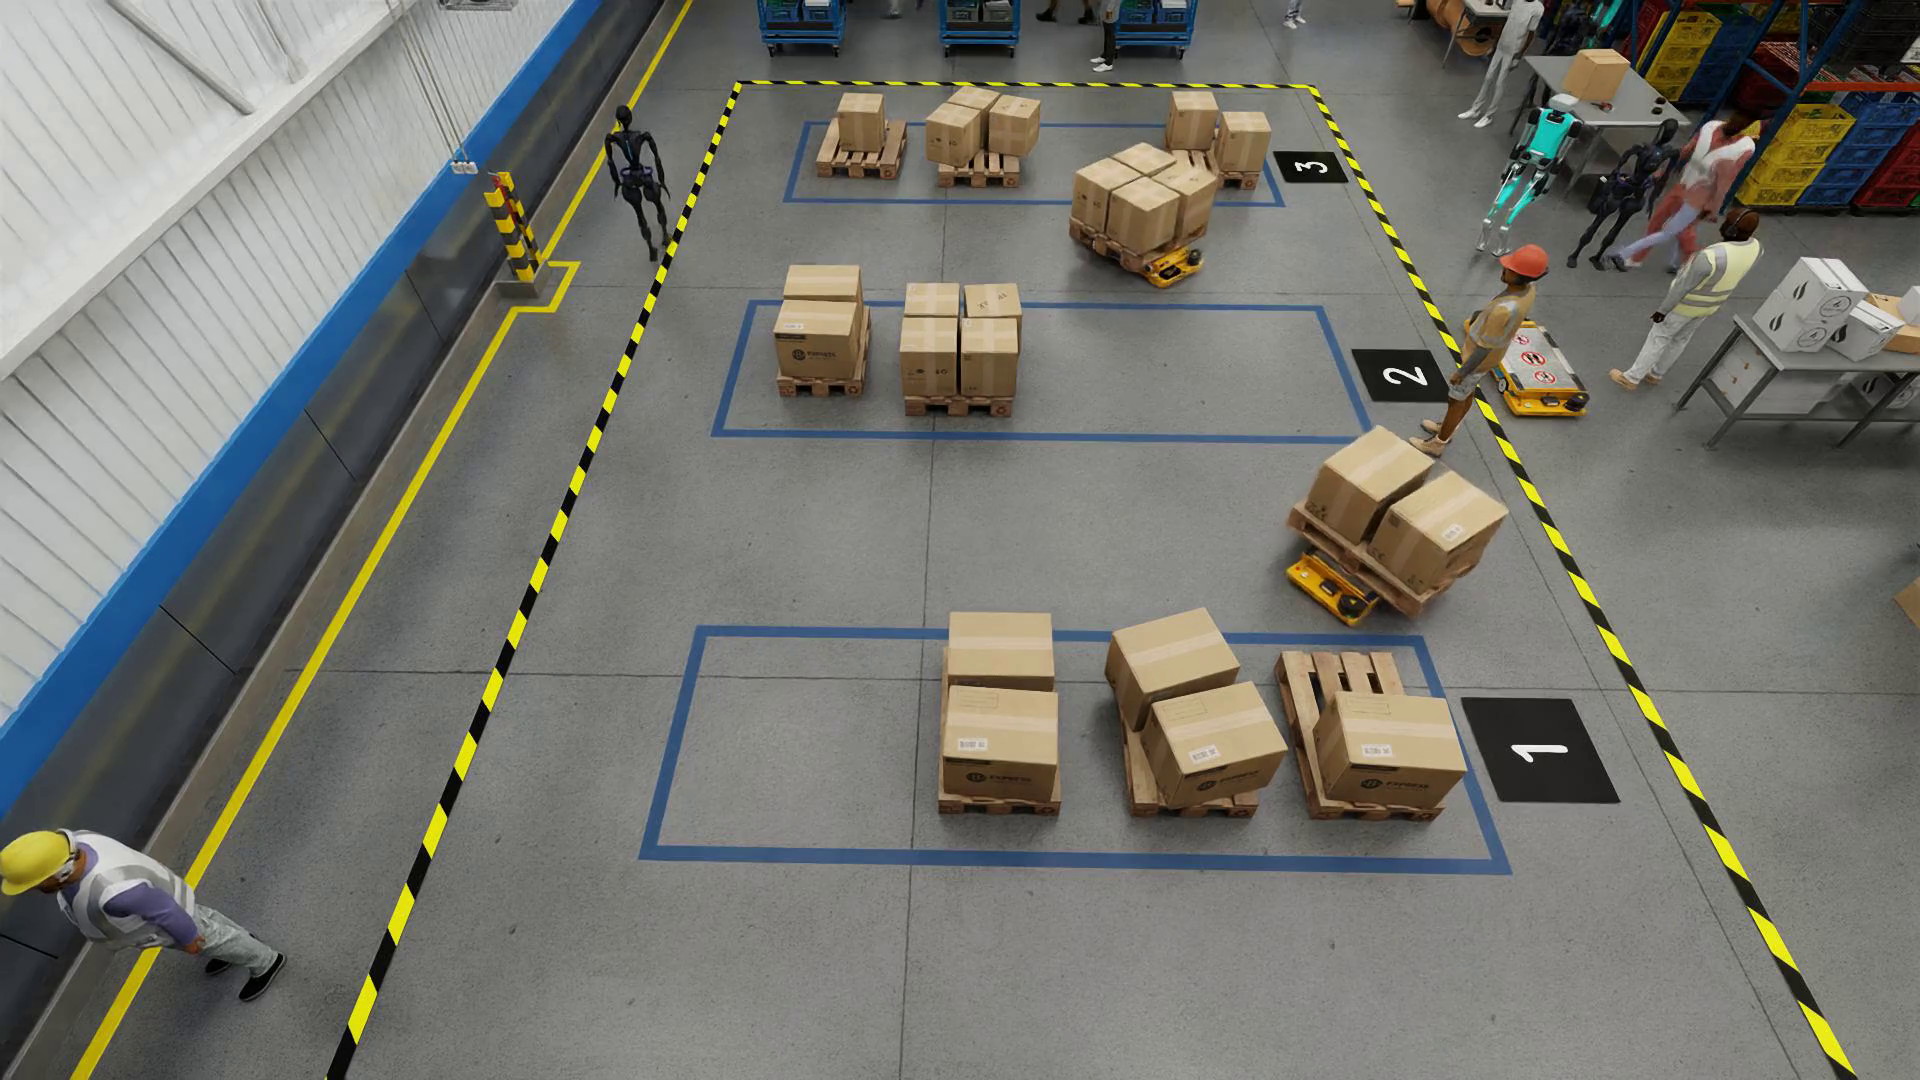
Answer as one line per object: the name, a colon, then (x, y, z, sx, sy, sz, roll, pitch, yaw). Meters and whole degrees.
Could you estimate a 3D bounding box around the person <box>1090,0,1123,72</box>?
person: (2.151, -7.770, 13.211, 0.371, 1.852, 0.590, 0, 49, 0)

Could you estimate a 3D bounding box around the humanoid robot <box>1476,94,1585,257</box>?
humanoid robot: (5.967, -3.809, 9.771, 0.735, 1.675, 0.533, -35, 58, -26)

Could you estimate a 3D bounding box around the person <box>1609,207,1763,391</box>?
person: (6.648, -2.155, 8.368, 0.628, 1.835, 0.429, -12, 50, -10)

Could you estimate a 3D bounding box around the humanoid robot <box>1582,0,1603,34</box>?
humanoid robot: (9.498, -8.030, 13.568, 0.511, 1.625, 0.609, 8, 50, 7)

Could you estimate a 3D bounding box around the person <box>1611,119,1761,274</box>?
person: (7.722, -3.589, 9.672, 0.879, 1.730, 0.514, 15, 51, 13)

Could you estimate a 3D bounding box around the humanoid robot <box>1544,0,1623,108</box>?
humanoid robot: (8.307, -6.728, 12.405, 0.692, 1.824, 0.545, 37, 58, 27)

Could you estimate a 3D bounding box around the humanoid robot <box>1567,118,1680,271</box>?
humanoid robot: (7.108, -3.652, 9.753, 0.599, 1.657, 0.315, 10, 50, 8)

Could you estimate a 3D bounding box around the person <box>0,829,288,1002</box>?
person: (-4.233, 1.963, 4.801, 0.601, 1.827, 0.404, 23, 53, 19)

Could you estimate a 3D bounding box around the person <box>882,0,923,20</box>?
person: (-0.940, -9.266, 14.518, 0.643, 1.822, 0.580, -4, 49, -4)

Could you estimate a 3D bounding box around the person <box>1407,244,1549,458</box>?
person: (4.351, -1.555, 7.705, 0.366, 2.048, 0.606, 35, 57, 26)

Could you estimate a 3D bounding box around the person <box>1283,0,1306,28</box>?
person: (5.490, -8.986, 14.355, 0.396, 1.737, 0.492, 36, 58, 27)

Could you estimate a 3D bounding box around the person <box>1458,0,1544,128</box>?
person: (7.162, -6.408, 12.021, 0.329, 1.871, 0.505, -16, 51, -14)

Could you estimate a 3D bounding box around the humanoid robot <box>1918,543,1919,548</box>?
humanoid robot: (8.044, -0.476, 7.002, 1.025, 1.748, 0.546, -11, 50, -9)

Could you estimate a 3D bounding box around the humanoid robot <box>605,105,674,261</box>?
humanoid robot: (-3.495, -3.887, 9.971, 0.591, 1.645, 0.478, -7, 50, -6)

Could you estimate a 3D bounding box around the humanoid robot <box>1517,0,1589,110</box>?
humanoid robot: (7.991, -6.485, 12.215, 0.335, 1.649, 0.593, -4, 49, -3)

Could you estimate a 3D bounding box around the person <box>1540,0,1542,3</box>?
person: (8.570, -8.389, 13.623, 0.388, 2.040, 0.613, -34, 57, -26)

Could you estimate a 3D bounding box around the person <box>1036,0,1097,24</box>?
person: (1.764, -9.127, 14.360, 0.982, 1.891, 0.558, 15, 51, 13)

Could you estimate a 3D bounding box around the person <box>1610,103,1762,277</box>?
person: (7.762, -3.710, 9.686, 0.677, 1.869, 0.751, -8, 50, -7)

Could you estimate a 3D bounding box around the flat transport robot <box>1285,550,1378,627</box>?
flat transport robot: (3.382, 0.096, 7.431, 1.431, 0.197, 0.652, -29, 55, -23)

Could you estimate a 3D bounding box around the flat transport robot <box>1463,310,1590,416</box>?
flat transport robot: (5.573, -1.757, 9.054, 0.659, 0.231, 1.431, 1, 49, 1)

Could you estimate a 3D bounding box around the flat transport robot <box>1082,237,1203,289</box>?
flat transport robot: (2.014, -3.372, 10.434, 0.652, 0.197, 1.431, -32, 56, -24)
